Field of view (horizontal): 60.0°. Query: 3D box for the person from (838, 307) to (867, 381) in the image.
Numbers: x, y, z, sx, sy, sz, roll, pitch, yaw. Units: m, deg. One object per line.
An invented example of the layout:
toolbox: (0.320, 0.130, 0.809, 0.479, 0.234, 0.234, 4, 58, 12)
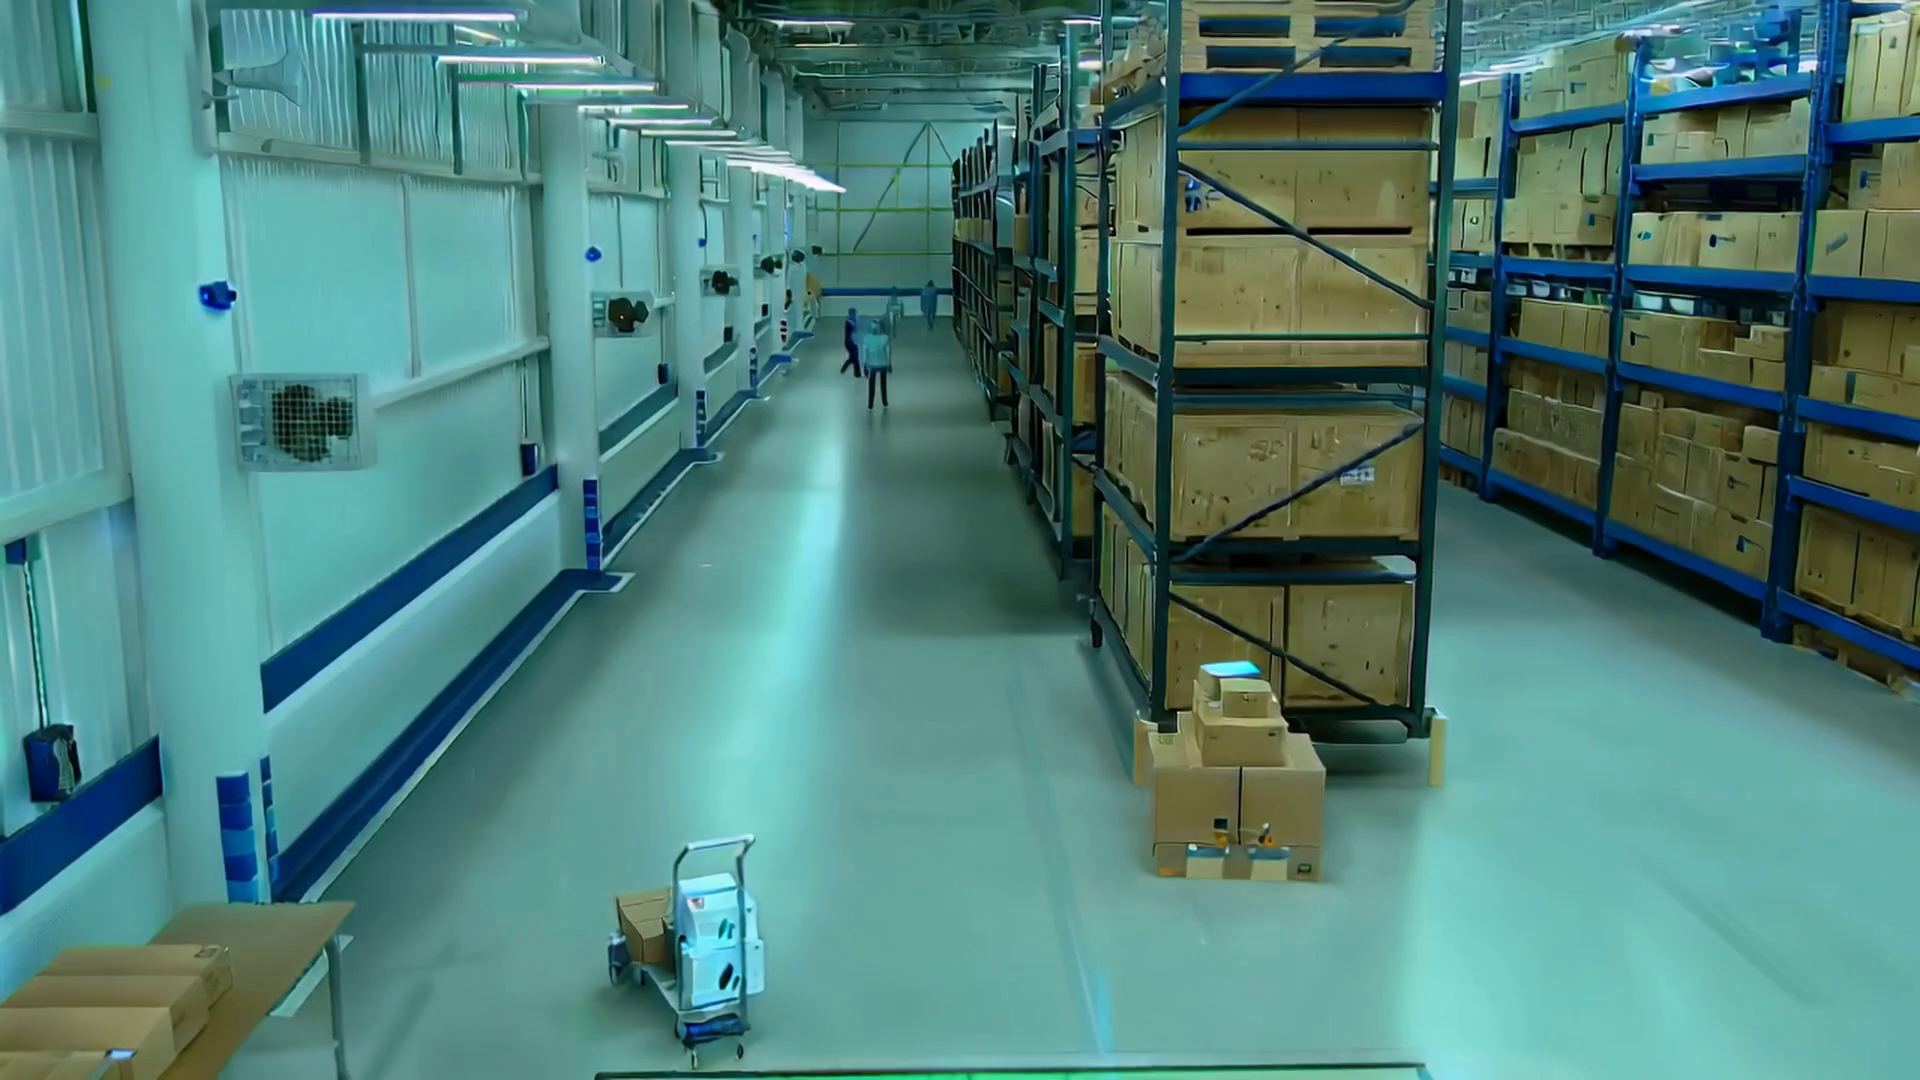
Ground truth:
person: (-2.756, -5.010, 42.504, 0.832, 1.887, 0.646, 1, 11, 7)

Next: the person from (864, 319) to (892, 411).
person: (-1.757, -3.739, 35.645, 0.618, 1.986, 0.409, -1, 11, -6)

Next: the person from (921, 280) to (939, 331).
person: (-1.149, -8.678, 61.611, 0.676, 1.880, 0.669, 3, 11, 15)

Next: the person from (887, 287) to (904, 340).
person: (-2.205, -7.696, 56.669, 0.596, 1.803, 0.906, 2, 11, 9)
